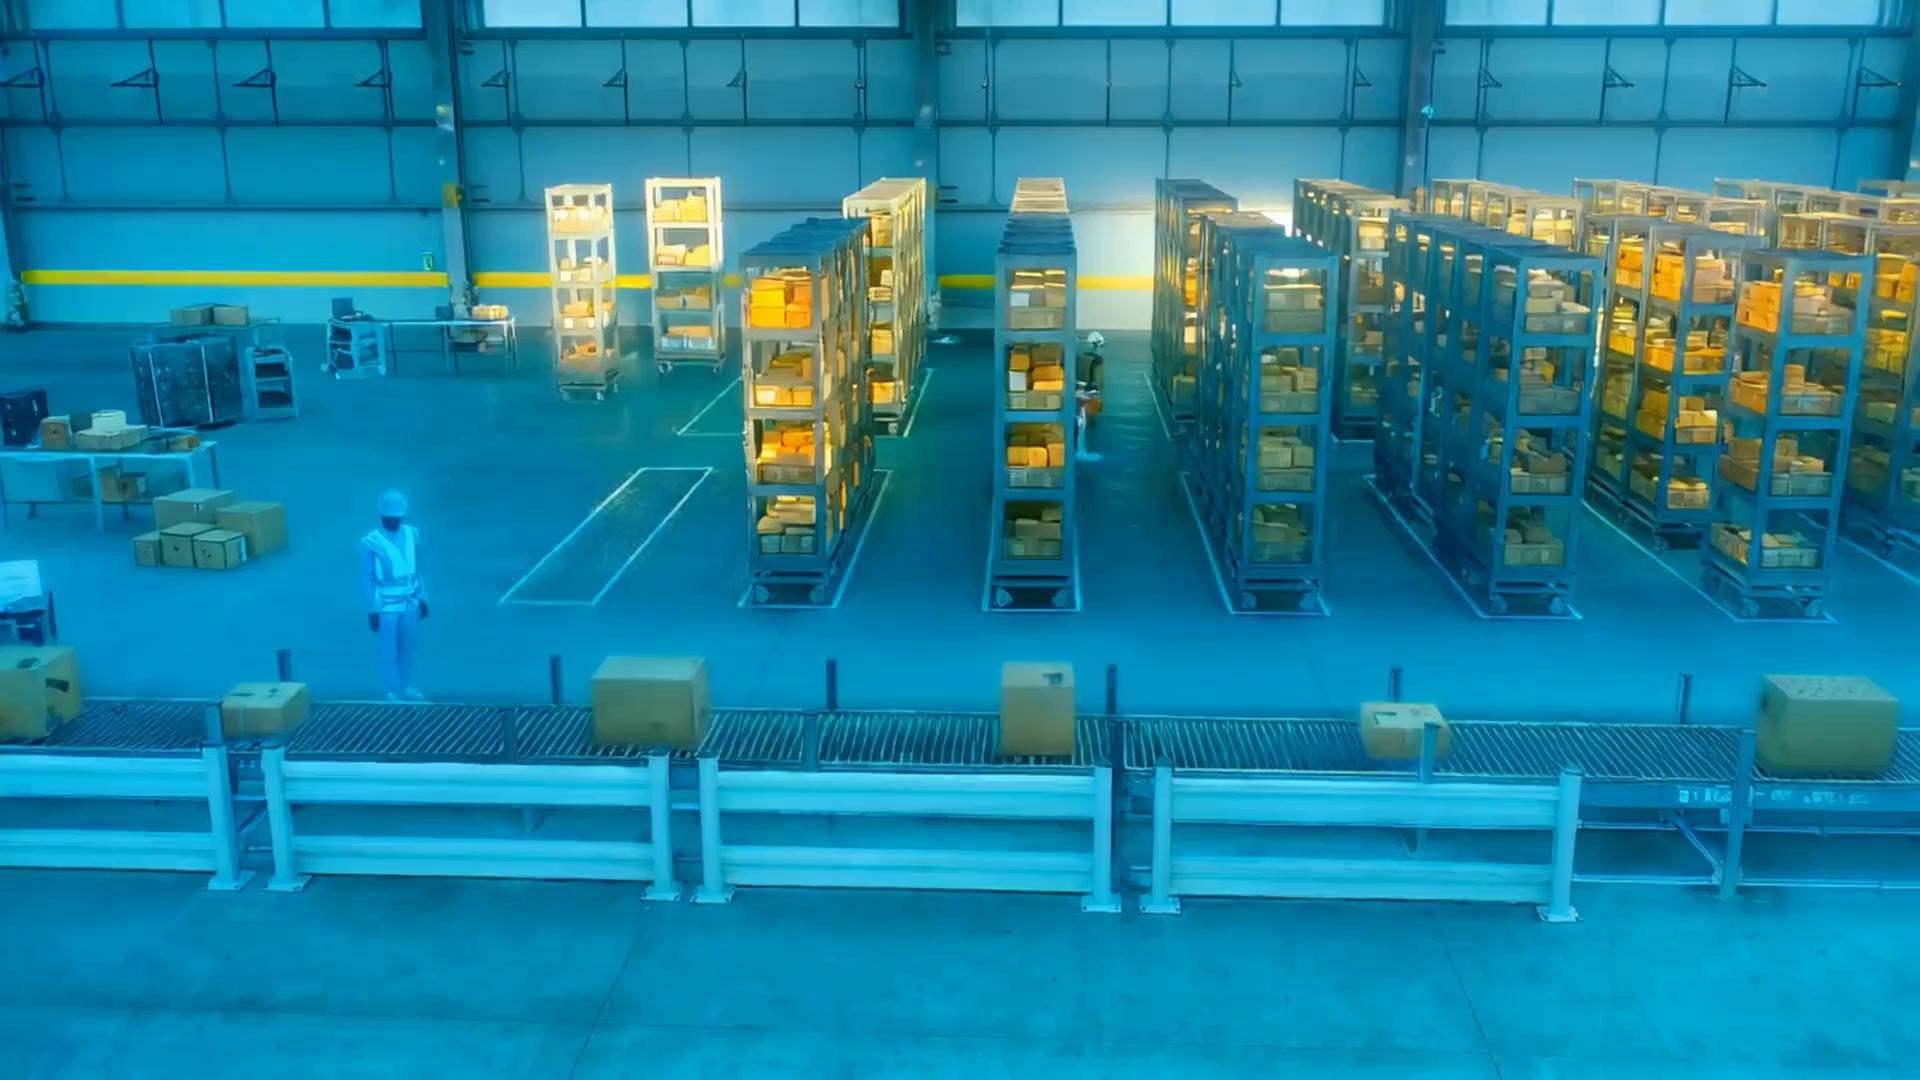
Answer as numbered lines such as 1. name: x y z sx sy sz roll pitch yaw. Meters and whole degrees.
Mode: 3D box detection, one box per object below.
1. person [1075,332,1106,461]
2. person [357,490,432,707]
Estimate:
1. person: 1.864 -2.049 23.716 0.411 1.821 0.608 -10 18 -32
2. person: -4.702 0.526 13.901 0.407 1.942 0.615 9 17 29
